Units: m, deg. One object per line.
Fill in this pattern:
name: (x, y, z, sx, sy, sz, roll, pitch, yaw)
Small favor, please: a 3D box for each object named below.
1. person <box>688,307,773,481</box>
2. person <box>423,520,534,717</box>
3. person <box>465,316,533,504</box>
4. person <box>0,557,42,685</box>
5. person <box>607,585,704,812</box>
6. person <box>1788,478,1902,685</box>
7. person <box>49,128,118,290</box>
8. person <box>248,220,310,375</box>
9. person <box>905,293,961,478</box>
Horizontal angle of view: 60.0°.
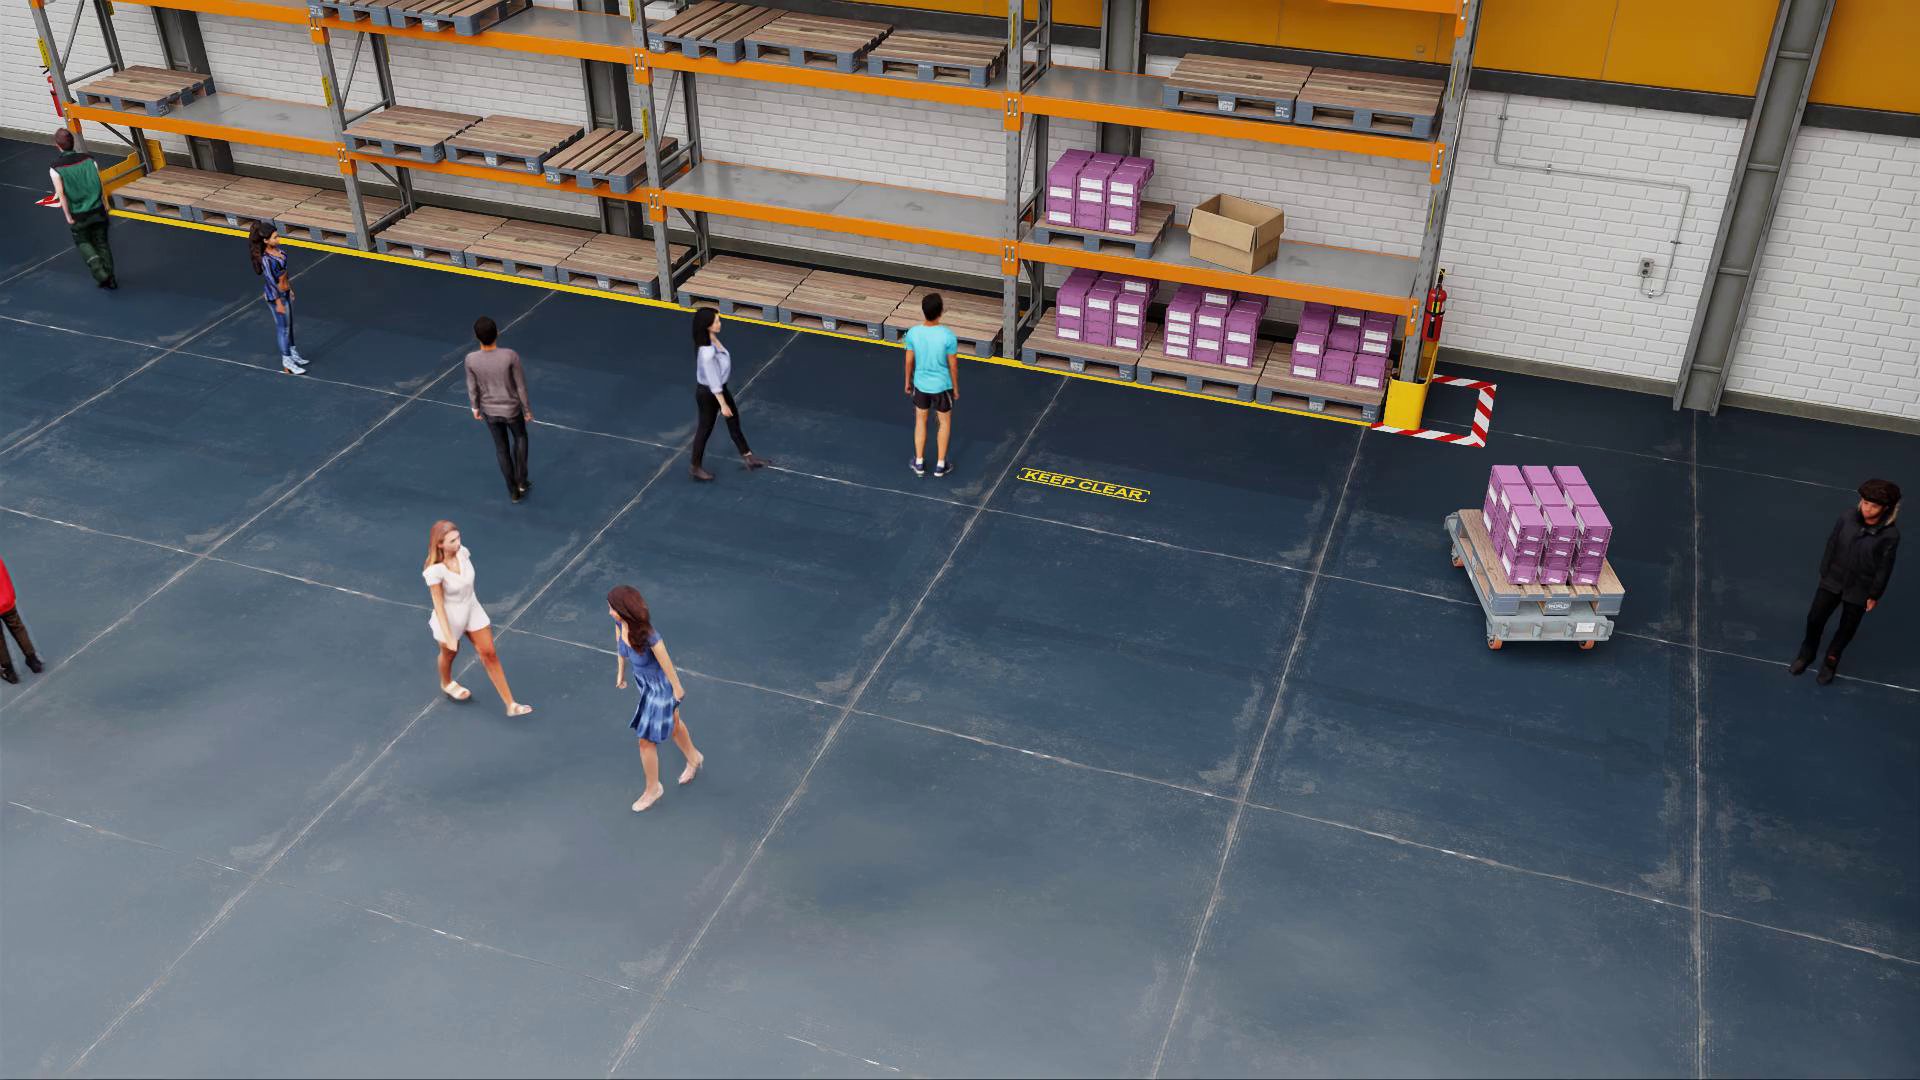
person: (-2.293, -1.264, 14.790, 1.106, 1.716, 0.920, -2, 34, -3)
person: (-3.708, 0.564, 12.106, 1.165, 1.643, 0.737, 19, 38, 26)
person: (-3.999, -1.089, 14.484, 0.709, 1.763, 0.825, 21, 39, 28)
person: (-7.269, 0.500, 12.527, 0.568, 1.282, 0.545, 24, 41, 32)
person: (-2.005, 1.032, 11.297, 0.944, 1.758, 0.935, -29, 43, -36)
person: (6.695, 0.273, 12.434, 0.629, 1.763, 0.768, 25, 41, 32)
person: (-9.515, -3.579, 18.166, 0.798, 1.833, 0.865, -27, 42, -34)
person: (-6.809, -2.437, 16.637, 0.702, 1.625, 0.691, -5, 34, -7)
person: (-0.267, -1.371, 14.902, 0.497, 1.770, 0.734, 3, 34, 5)
